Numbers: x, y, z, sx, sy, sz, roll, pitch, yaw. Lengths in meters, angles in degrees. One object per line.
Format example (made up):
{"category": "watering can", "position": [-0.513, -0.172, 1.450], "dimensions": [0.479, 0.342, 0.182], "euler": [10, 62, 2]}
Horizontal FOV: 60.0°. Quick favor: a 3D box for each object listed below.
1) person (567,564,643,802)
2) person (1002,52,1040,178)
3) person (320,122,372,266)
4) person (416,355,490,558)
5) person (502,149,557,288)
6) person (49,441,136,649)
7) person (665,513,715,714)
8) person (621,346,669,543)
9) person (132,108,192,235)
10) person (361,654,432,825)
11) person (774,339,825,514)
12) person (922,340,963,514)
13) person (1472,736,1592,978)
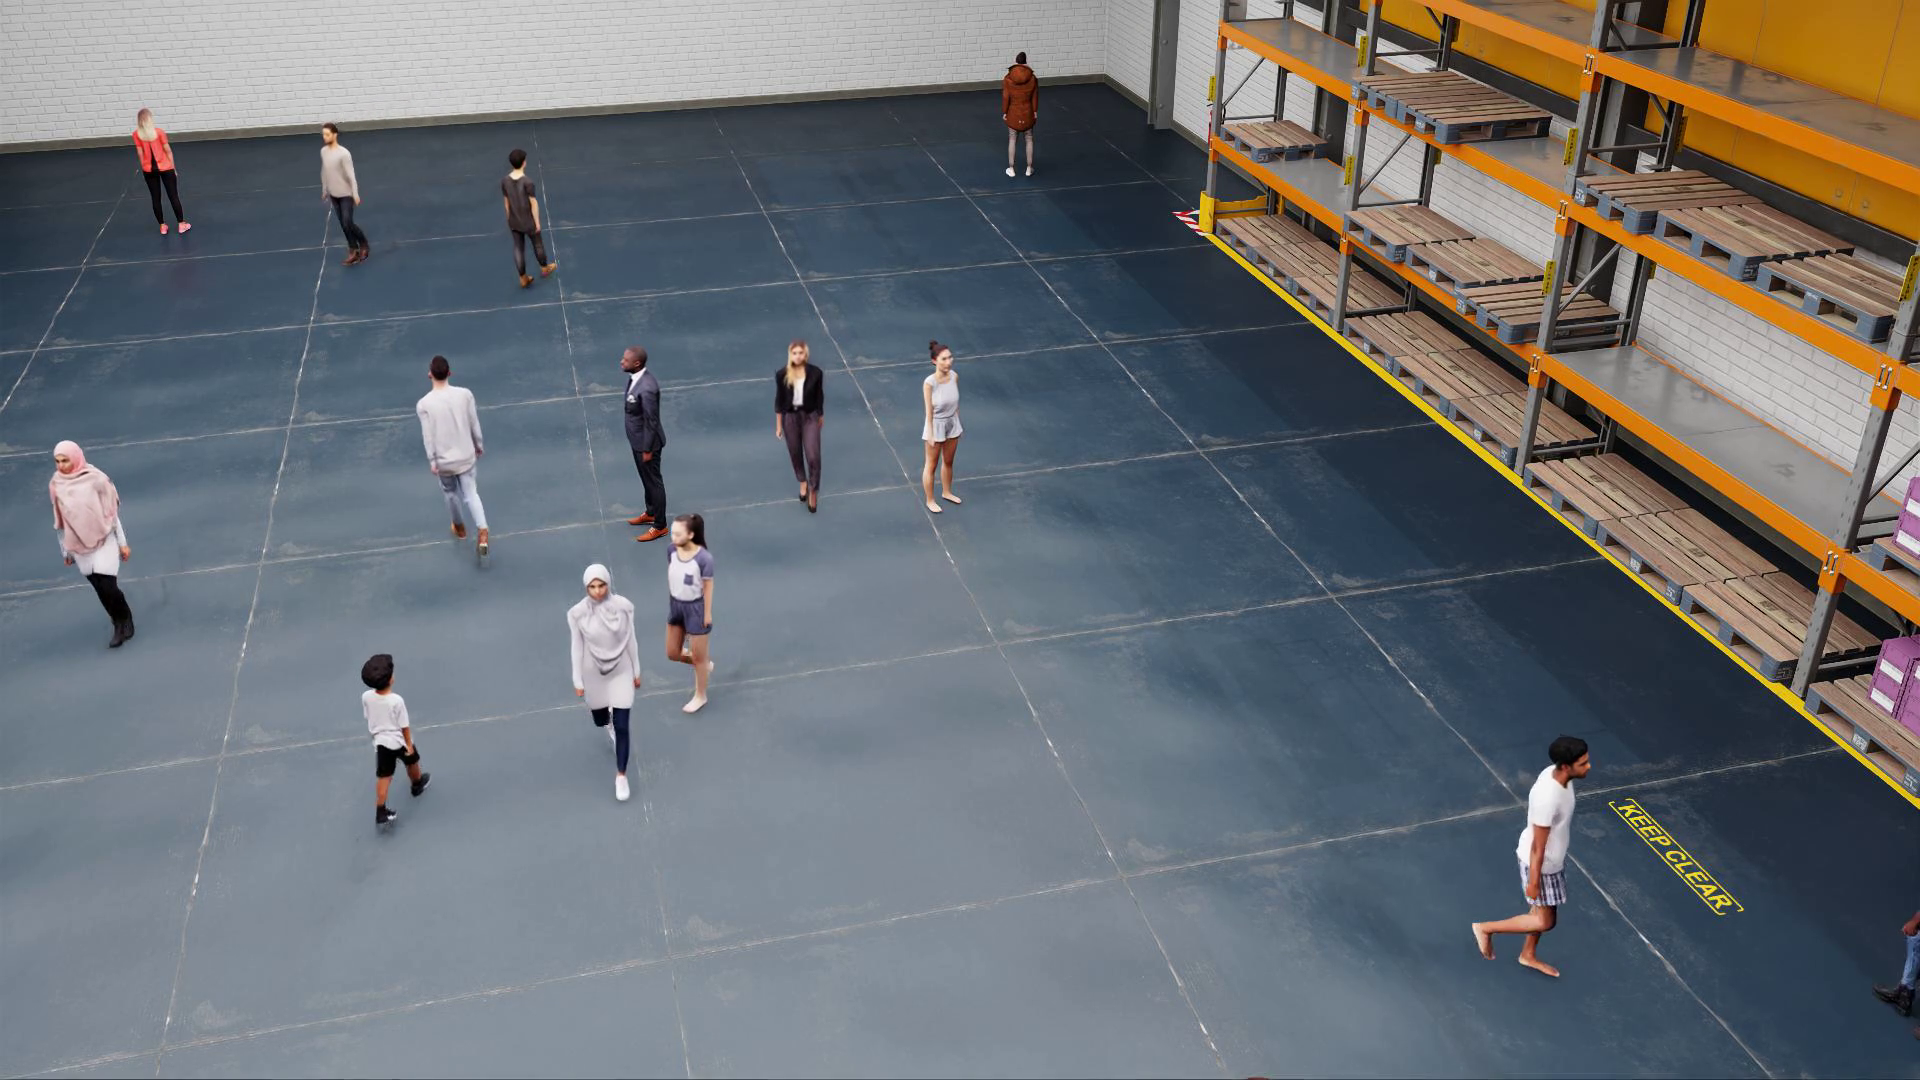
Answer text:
{"category": "person", "position": [-2.474, 0.920, 11.663], "dimensions": [0.644, 1.755, 1.018], "euler": [-7, 29, -12]}
{"category": "person", "position": [0.912, -6.396, 24.989], "dimensions": [0.759, 1.838, 0.762], "euler": [-2, 29, -4]}
{"category": "person", "position": [-7.910, -4.477, 21.450], "dimensions": [0.783, 1.858, 0.838], "euler": [14, 32, 24]}
{"category": "person", "position": [-4.405, -0.704, 14.584], "dimensions": [0.919, 1.809, 1.221], "euler": [-16, 33, -27]}
{"category": "person", "position": [-5.468, -3.971, 20.694], "dimensions": [0.884, 1.695, 1.011], "euler": [7, 29, 12]}
{"category": "person", "position": [-6.886, 0.003, 13.302], "dimensions": [0.699, 1.795, 0.703], "euler": [-2, 29, -4]}
{"category": "person", "position": [-1.975, 0.513, 12.528], "dimensions": [0.757, 1.641, 0.819], "euler": [18, 34, 30]}
{"category": "person", "position": [-2.821, -0.895, 14.919], "dimensions": [0.765, 1.824, 0.562], "euler": [-10, 30, -17]}
{"category": "person", "position": [-10.901, -5.017, 22.612], "dimensions": [0.614, 1.693, 0.566], "euler": [-4, 29, -7]}
{"category": "person", "position": [-3.924, 1.370, 11.371], "dimensions": [0.713, 1.245, 0.930], "euler": [4, 29, 8]}
{"category": "person", "position": [-1.484, -1.111, 15.491], "dimensions": [0.700, 1.655, 0.809], "euler": [0, 29, 0]}
{"category": "person", "position": [-0.176, -1.058, 15.447], "dimensions": [0.661, 1.604, 0.694], "euler": [-25, 37, -38]}
{"category": "person", "position": [3.409, 1.878, 9.940], "dimensions": [0.935, 1.724, 0.874], "euler": [16, 32, 27]}
